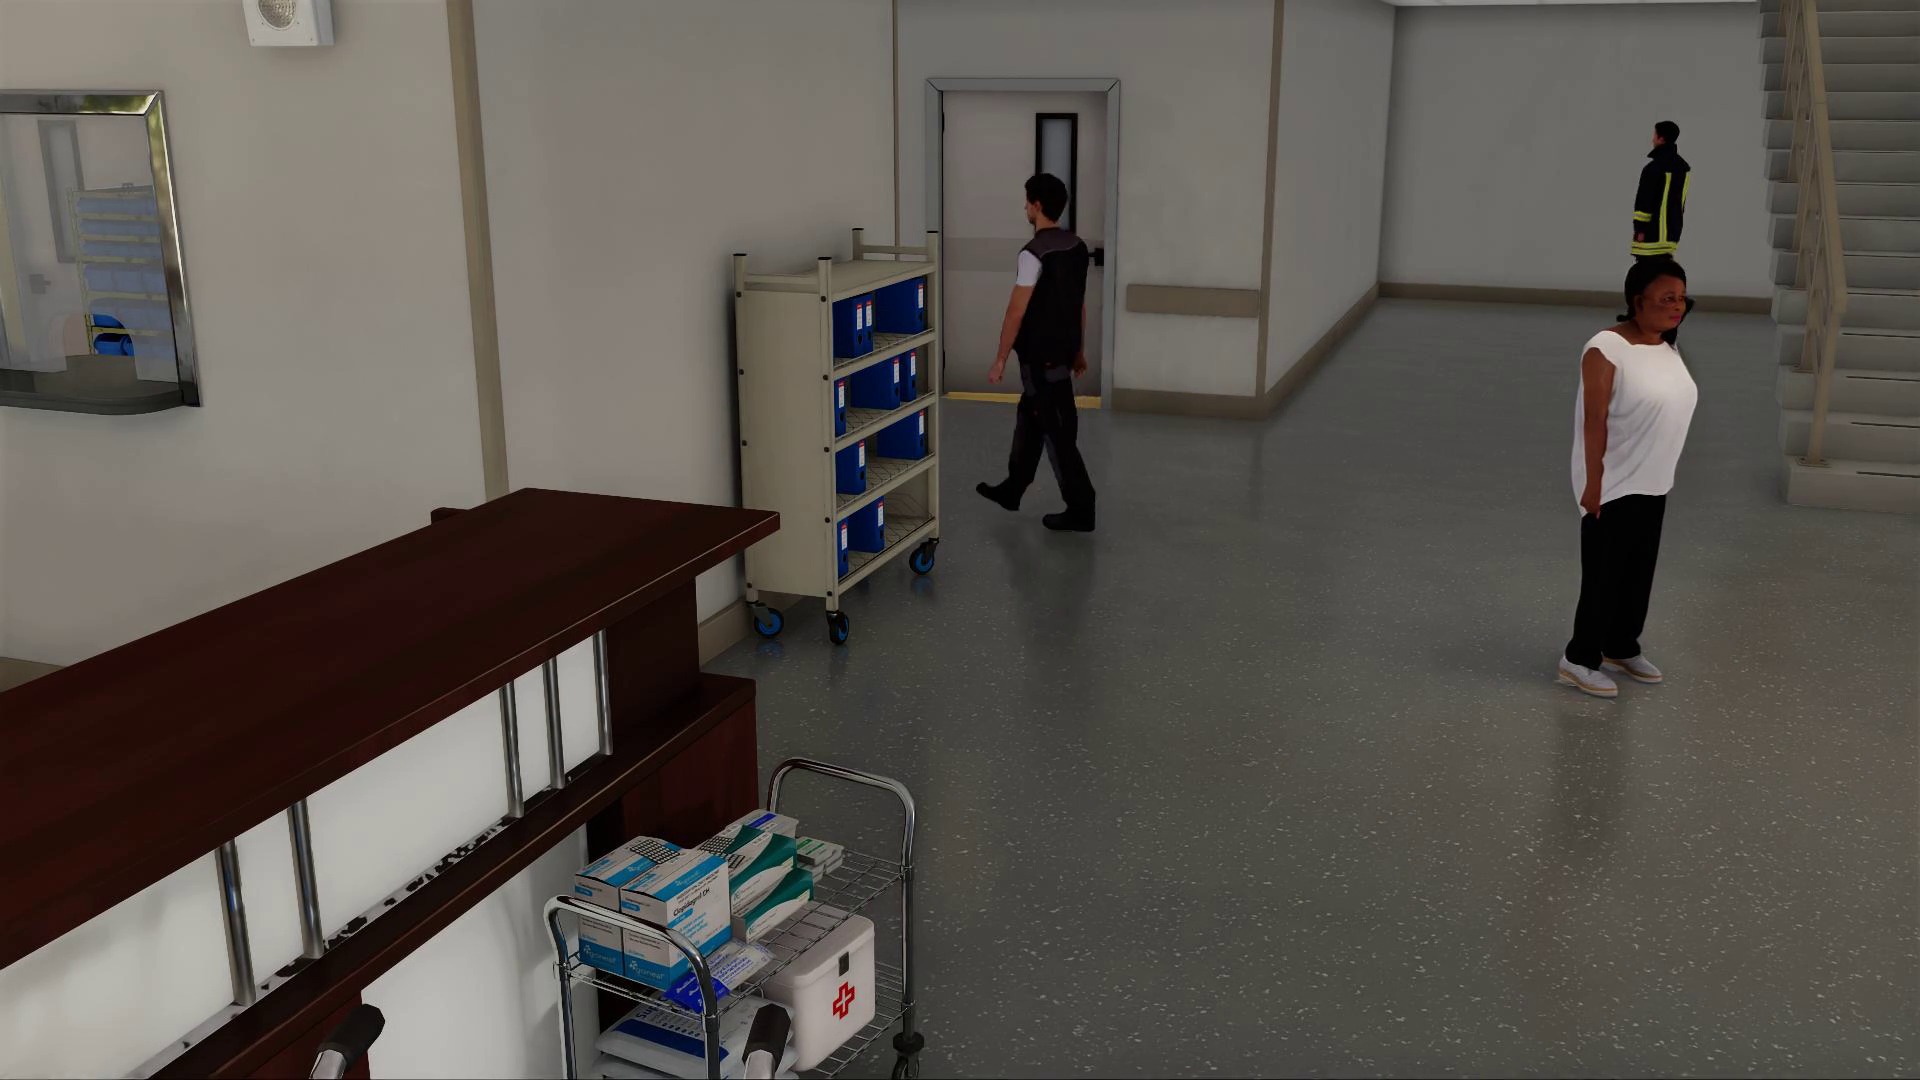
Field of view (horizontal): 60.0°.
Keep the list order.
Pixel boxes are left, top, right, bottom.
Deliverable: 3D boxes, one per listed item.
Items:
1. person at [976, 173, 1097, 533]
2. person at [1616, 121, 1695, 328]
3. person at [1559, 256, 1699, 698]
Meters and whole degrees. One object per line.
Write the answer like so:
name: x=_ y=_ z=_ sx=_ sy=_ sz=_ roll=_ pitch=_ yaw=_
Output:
person: x=0.538 y=-0.923 z=8.551 sx=0.884 sy=1.821 sz=1.046 roll=10 pitch=18 yaw=30
person: x=6.426 y=-2.840 z=15.188 sx=1.193 sy=1.910 sz=1.208 roll=-10 pitch=19 yaw=-32
person: x=2.588 y=-0.250 z=6.411 sx=0.733 sy=1.686 sz=0.821 roll=-11 pitch=19 yaw=-34
